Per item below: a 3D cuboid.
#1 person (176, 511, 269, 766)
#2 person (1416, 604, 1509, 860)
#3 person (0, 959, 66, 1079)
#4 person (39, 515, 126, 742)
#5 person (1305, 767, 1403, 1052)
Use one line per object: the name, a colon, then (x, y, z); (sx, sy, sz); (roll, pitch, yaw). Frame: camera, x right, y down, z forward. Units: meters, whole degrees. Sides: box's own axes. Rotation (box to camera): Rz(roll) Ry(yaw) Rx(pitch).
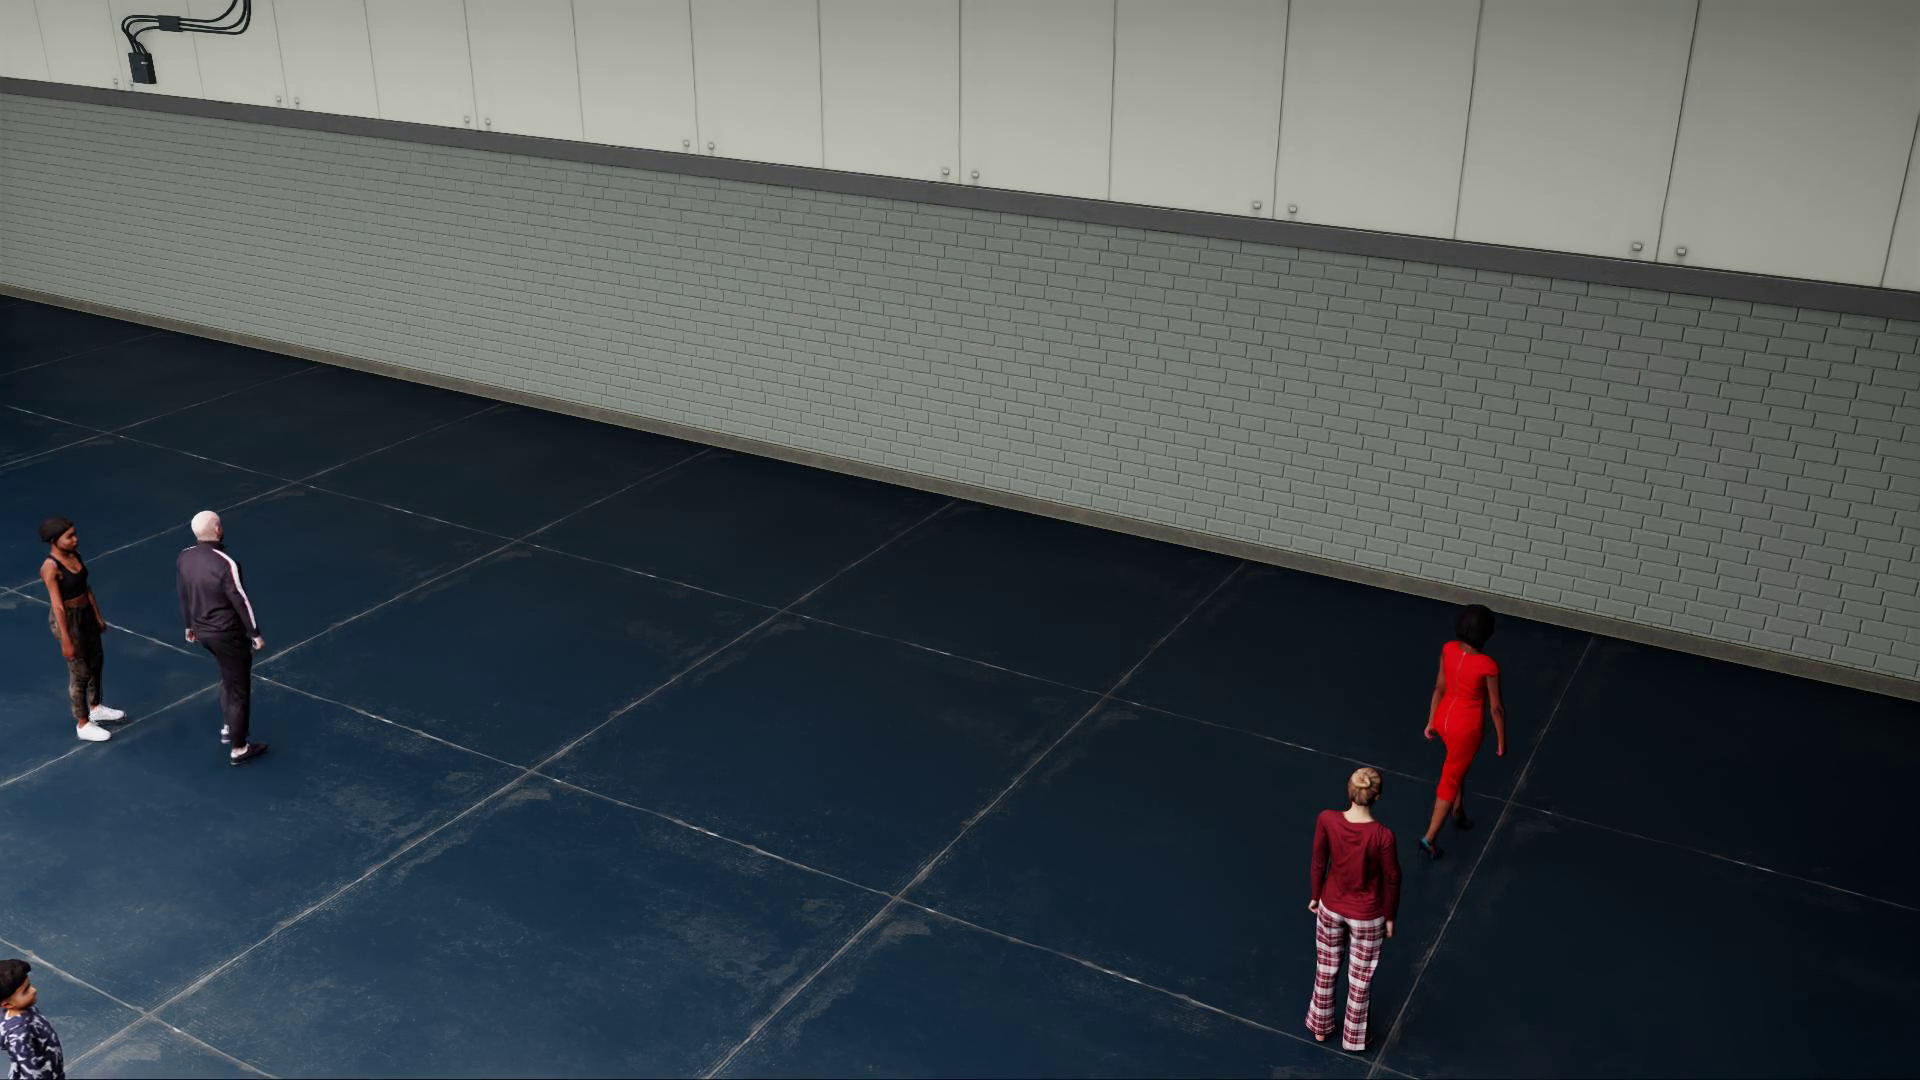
person: (-5.112, 0.714, 11.358); (0.750, 1.816, 0.692); (10, 25, 22)
person: (3.024, 1.224, 10.273); (0.940, 1.726, 0.814); (-14, 27, -30)
person: (-4.368, 2.513, 7.848); (0.635, 1.251, 0.585); (-9, 25, -20)
person: (-6.268, 0.602, 11.775); (0.729, 1.696, 0.621); (1, 23, 2)
person: (2.050, 1.912, 8.691); (0.616, 1.698, 0.491); (13, 26, 29)
